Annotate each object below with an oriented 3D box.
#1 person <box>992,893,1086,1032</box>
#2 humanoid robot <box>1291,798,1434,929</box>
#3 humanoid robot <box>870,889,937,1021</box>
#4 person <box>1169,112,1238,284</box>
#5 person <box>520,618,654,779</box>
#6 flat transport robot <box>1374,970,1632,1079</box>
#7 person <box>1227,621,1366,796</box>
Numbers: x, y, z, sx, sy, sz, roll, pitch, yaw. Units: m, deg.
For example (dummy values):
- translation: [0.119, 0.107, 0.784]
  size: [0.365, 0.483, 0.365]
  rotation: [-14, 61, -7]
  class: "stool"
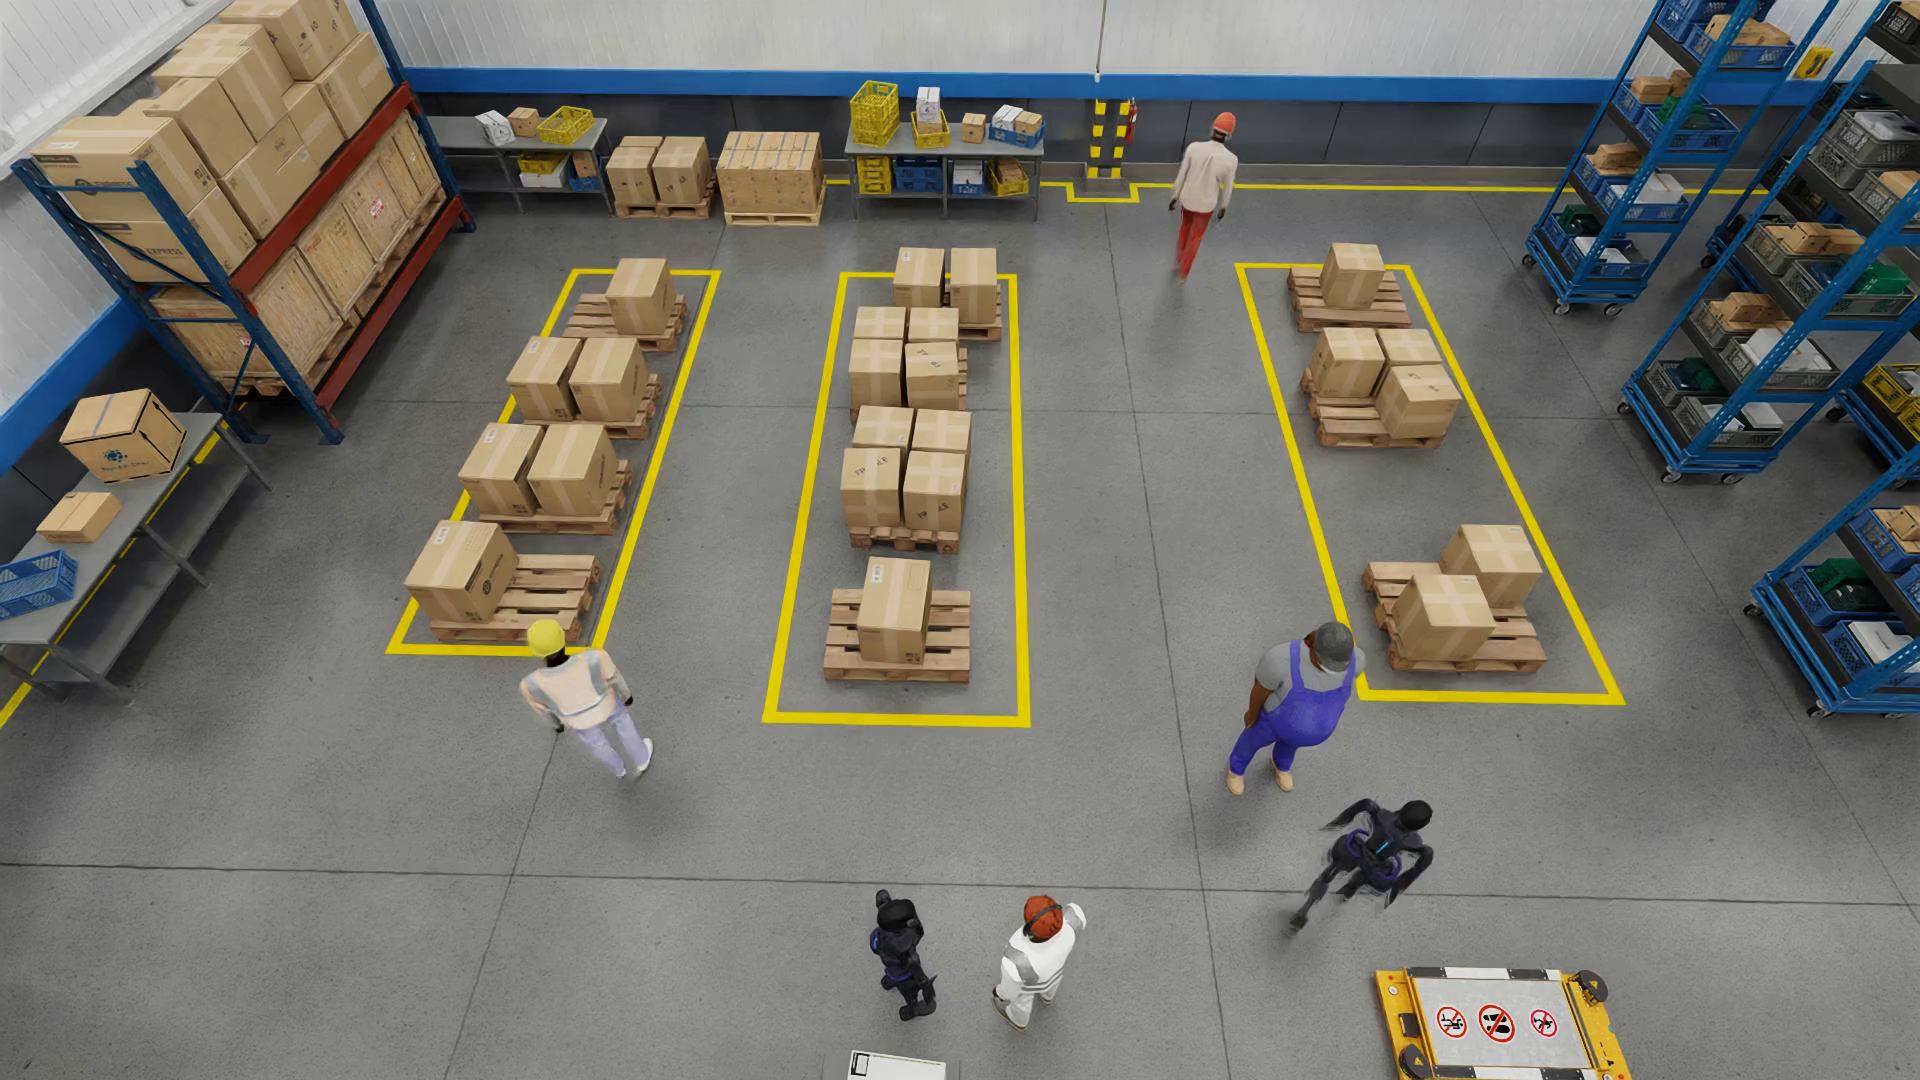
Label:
- translation: [0.435, 2.494, 5.410]
  size: [0.583, 1.882, 0.345]
  rotation: [-32, 58, -24]
  class: "person"
- translation: [2.599, 2.068, 5.917]
  size: [0.580, 1.635, 0.686]
  rotation: [37, 60, 26]
  class: "humanoid robot"
- translation: [-0.339, 2.495, 5.534]
  size: [0.327, 1.657, 0.589]
  rotation: [-25, 55, -19]
  class: "humanoid robot"
- translation: [2.809, -3.957, 10.622]
  size: [0.646, 1.957, 0.695]
  rotation: [23, 54, 18]
  class: "person"
- translation: [-2.629, 1.167, 6.471]
  size: [0.586, 1.922, 0.373]
  rotation: [-25, 55, -19]
  class: "person"
- translation: [3.501, 3.133, 5.914]
  size: [1.431, 0.197, 0.652]
  rotation: [1, 51, 1]
  class: "flat transport robot"
- translation: [2.334, 1.213, 6.355]
  size: [0.688, 2.000, 0.540]
  rotation: [-3, 51, -2]
  class: "person"
